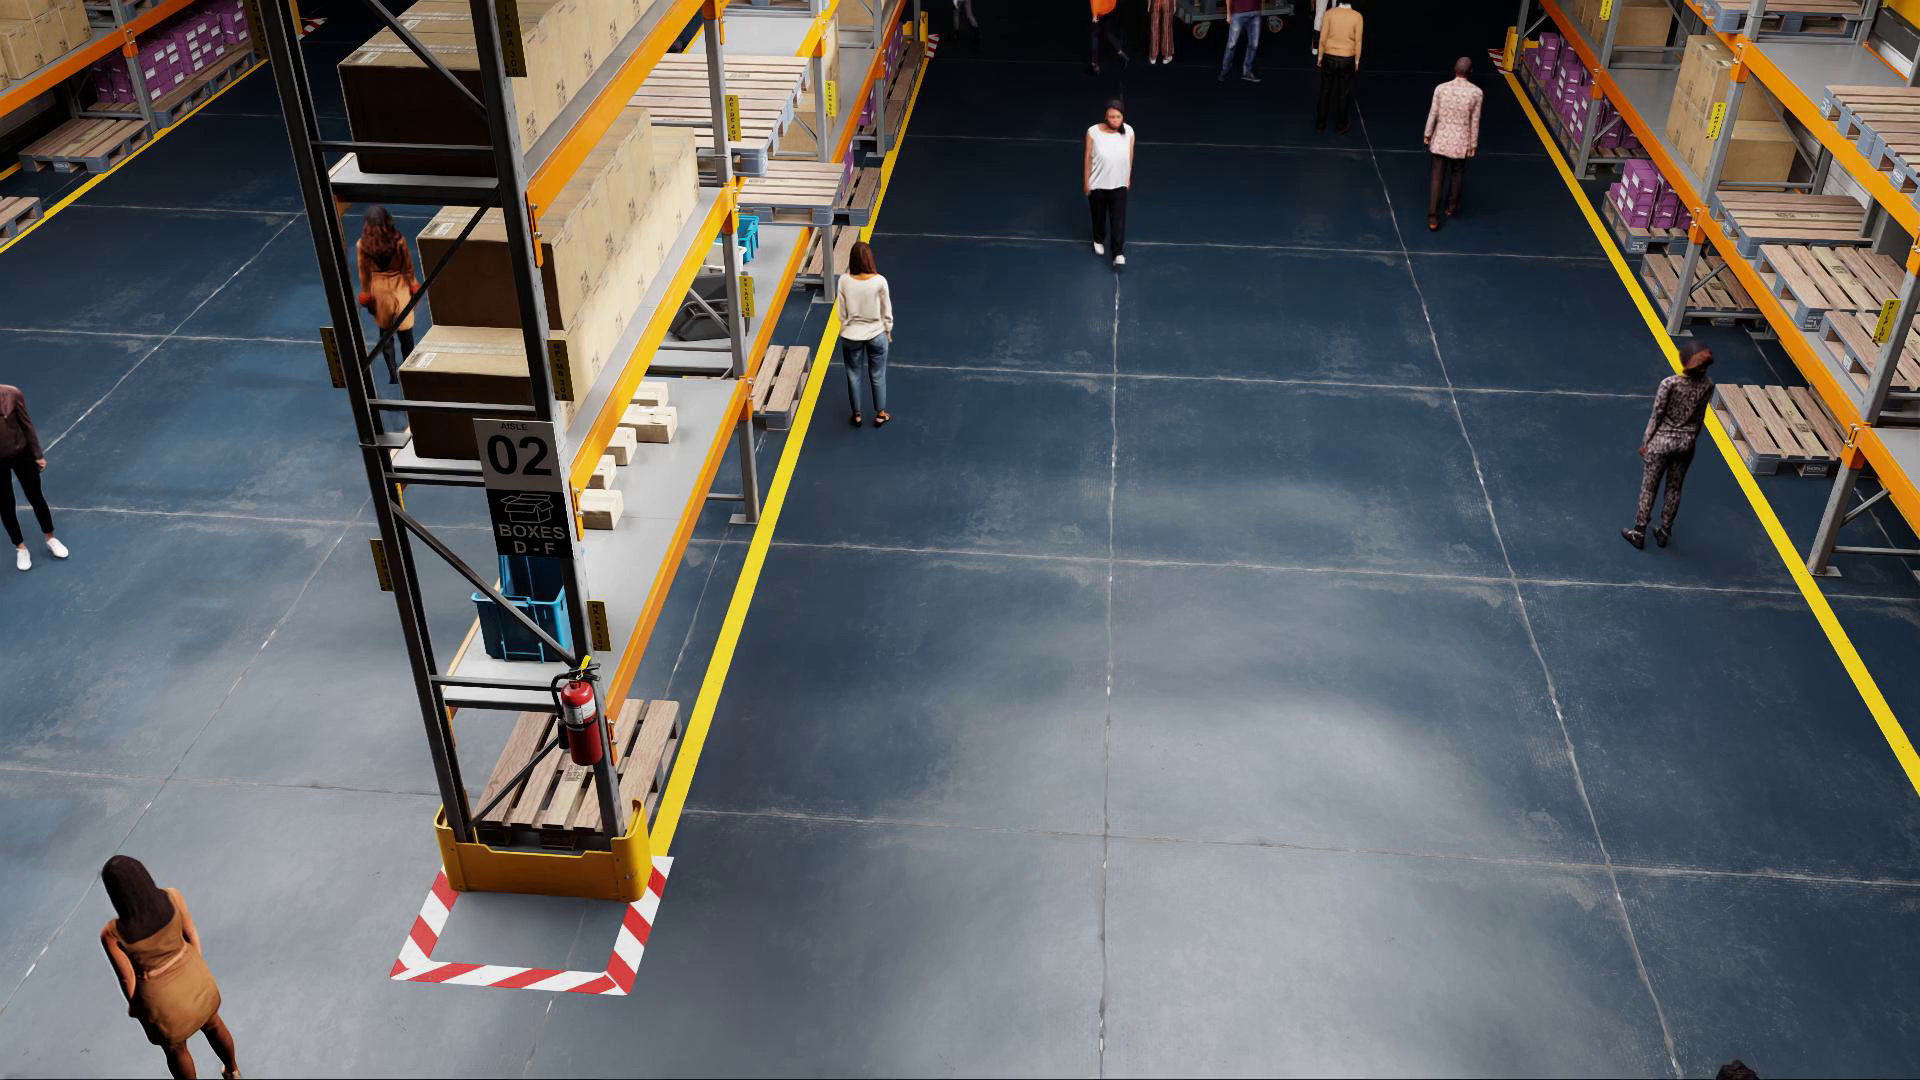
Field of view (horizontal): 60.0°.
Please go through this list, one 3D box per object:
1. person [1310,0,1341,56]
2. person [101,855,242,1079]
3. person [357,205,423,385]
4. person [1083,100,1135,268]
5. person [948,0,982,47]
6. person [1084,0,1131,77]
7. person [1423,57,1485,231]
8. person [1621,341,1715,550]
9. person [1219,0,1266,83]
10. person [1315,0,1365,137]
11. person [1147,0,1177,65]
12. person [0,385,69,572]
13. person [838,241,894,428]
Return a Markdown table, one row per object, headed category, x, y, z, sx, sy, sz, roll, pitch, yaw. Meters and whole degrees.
| category | x | y | z | sx | sy | sz | roll | pitch | yaw |
| --- | --- | --- | --- | --- | --- | --- | --- | --- | --- |
| person | 5.030 | -7.534 | 22.479 | 0.723 | 1.898 | 0.646 | 9 | 35 | 13 |
| person | -3.833 | 2.169 | 8.071 | 0.697 | 1.686 | 0.596 | 22 | 39 | 29 |
| person | -4.909 | -2.045 | 14.385 | 0.803 | 1.715 | 0.862 | -8 | 34 | -11 |
| person | 1.496 | -3.649 | 16.856 | 0.757 | 1.651 | 1.065 | -2 | 34 | -2 |
| person | 0.075 | -7.444 | 22.931 | 0.845 | 1.248 | 0.923 | -21 | 39 | -28 |
| person | 1.942 | -6.844 | 21.595 | 0.985 | 1.726 | 0.967 | 26 | 42 | 34 |
| person | 5.141 | -4.127 | 17.455 | 0.833 | 1.785 | 1.010 | 9 | 35 | 13 |
| person | 5.288 | -0.706 | 12.369 | 0.600 | 1.718 | 0.586 | -2 | 34 | -2 |
| person | 3.735 | -6.856 | 21.533 | 0.796 | 1.816 | 0.748 | -16 | 37 | -22 |
| person | 4.532 | -5.746 | 19.920 | 0.716 | 1.752 | 0.657 | 11 | 35 | 16 |
| person | 2.707 | -7.189 | 22.264 | 0.578 | 1.560 | 0.538 | 6 | 34 | 9 |
| person | -6.987 | -0.592 | 12.210 | 0.671 | 1.703 | 0.719 | -22 | 40 | -30 |
| person | -0.797 | -1.714 | 13.917 | 0.602 | 1.682 | 0.519 | 3 | 34 | 5 |
